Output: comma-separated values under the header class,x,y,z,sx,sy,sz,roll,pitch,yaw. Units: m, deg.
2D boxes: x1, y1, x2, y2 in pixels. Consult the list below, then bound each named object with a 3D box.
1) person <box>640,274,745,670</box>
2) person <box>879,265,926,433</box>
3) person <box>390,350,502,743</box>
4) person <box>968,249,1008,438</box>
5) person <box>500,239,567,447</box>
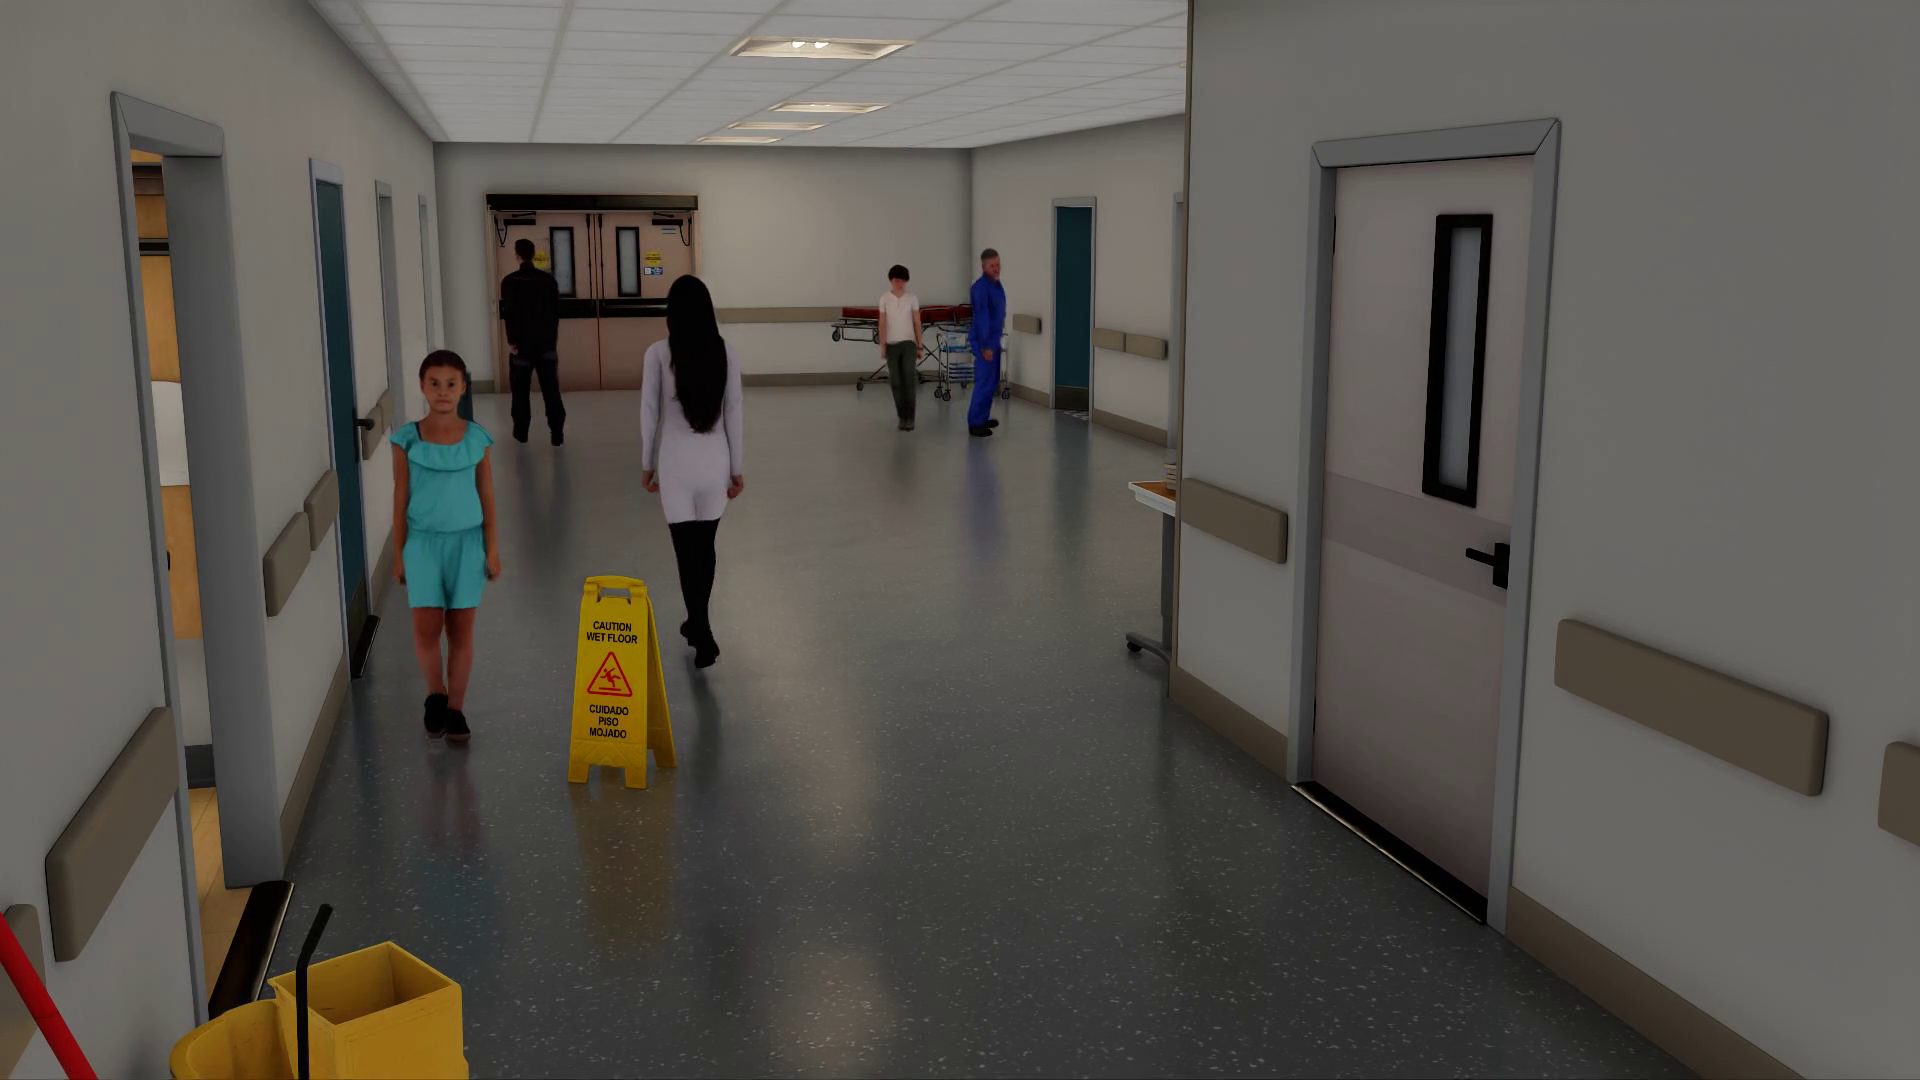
class,x,y,z,sx,sy,sz,roll,pitch,yaw
person,-1.208,-0.275,7.567,0.667,1.771,1.157,-4,11,-19
person,-0.590,-1.895,16.484,0.729,1.630,0.846,1,11,5
person,-2.047,0.022,6.592,0.597,1.552,0.597,-5,12,-23
person,0.222,-1.890,16.039,1.043,1.785,0.884,1,11,5
person,-3.851,-1.767,15.154,0.808,1.875,1.247,-5,12,-23
